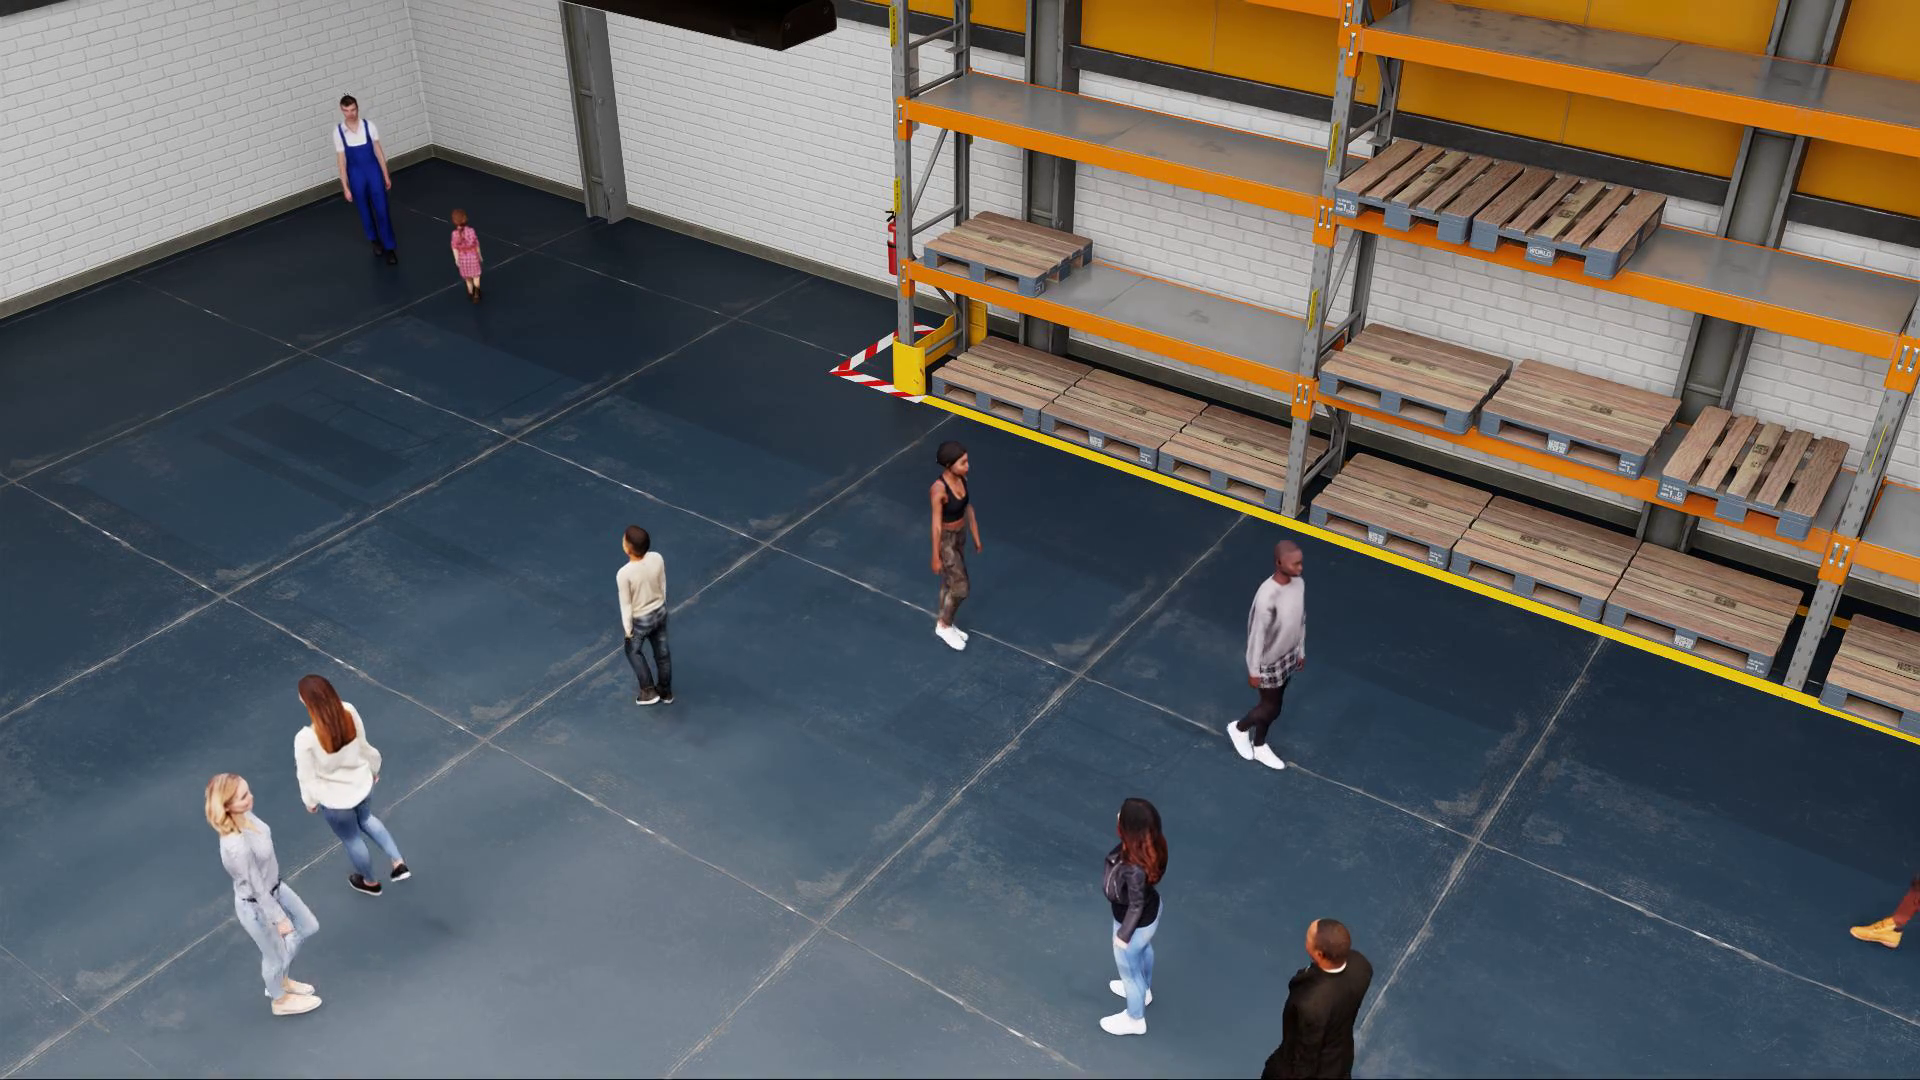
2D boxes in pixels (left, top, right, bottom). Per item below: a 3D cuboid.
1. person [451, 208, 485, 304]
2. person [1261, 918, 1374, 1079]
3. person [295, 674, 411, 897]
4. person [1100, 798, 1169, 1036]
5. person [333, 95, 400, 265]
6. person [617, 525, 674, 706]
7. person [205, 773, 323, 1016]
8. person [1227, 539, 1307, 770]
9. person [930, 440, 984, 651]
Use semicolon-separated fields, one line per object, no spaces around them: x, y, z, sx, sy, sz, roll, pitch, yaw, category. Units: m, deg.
-5.058;-2.905;17.101;0.520;1.018;0.567;-12;36;-18;person
1.797;2.592;8.058;0.887;1.874;1.288;-25;41;-32;person
-3.593;1.515;9.853;0.708;1.681;0.648;19;38;26;person
0.956;2.042;9.103;0.664;1.633;0.710;10;35;14;person
-6.410;-3.927;17.912;0.995;1.822;1.155;-14;36;-20;person
-2.122;0.559;11.493;0.590;1.457;0.593;-26;42;-34;person
-3.879;1.984;9.053;0.780;1.785;0.719;-7;34;-10;person
1.993;0.727;10.960;0.693;1.768;0.715;-29;43;-36;person
-0.139;0.007;12.115;0.610;1.688;0.610;18;38;25;person
